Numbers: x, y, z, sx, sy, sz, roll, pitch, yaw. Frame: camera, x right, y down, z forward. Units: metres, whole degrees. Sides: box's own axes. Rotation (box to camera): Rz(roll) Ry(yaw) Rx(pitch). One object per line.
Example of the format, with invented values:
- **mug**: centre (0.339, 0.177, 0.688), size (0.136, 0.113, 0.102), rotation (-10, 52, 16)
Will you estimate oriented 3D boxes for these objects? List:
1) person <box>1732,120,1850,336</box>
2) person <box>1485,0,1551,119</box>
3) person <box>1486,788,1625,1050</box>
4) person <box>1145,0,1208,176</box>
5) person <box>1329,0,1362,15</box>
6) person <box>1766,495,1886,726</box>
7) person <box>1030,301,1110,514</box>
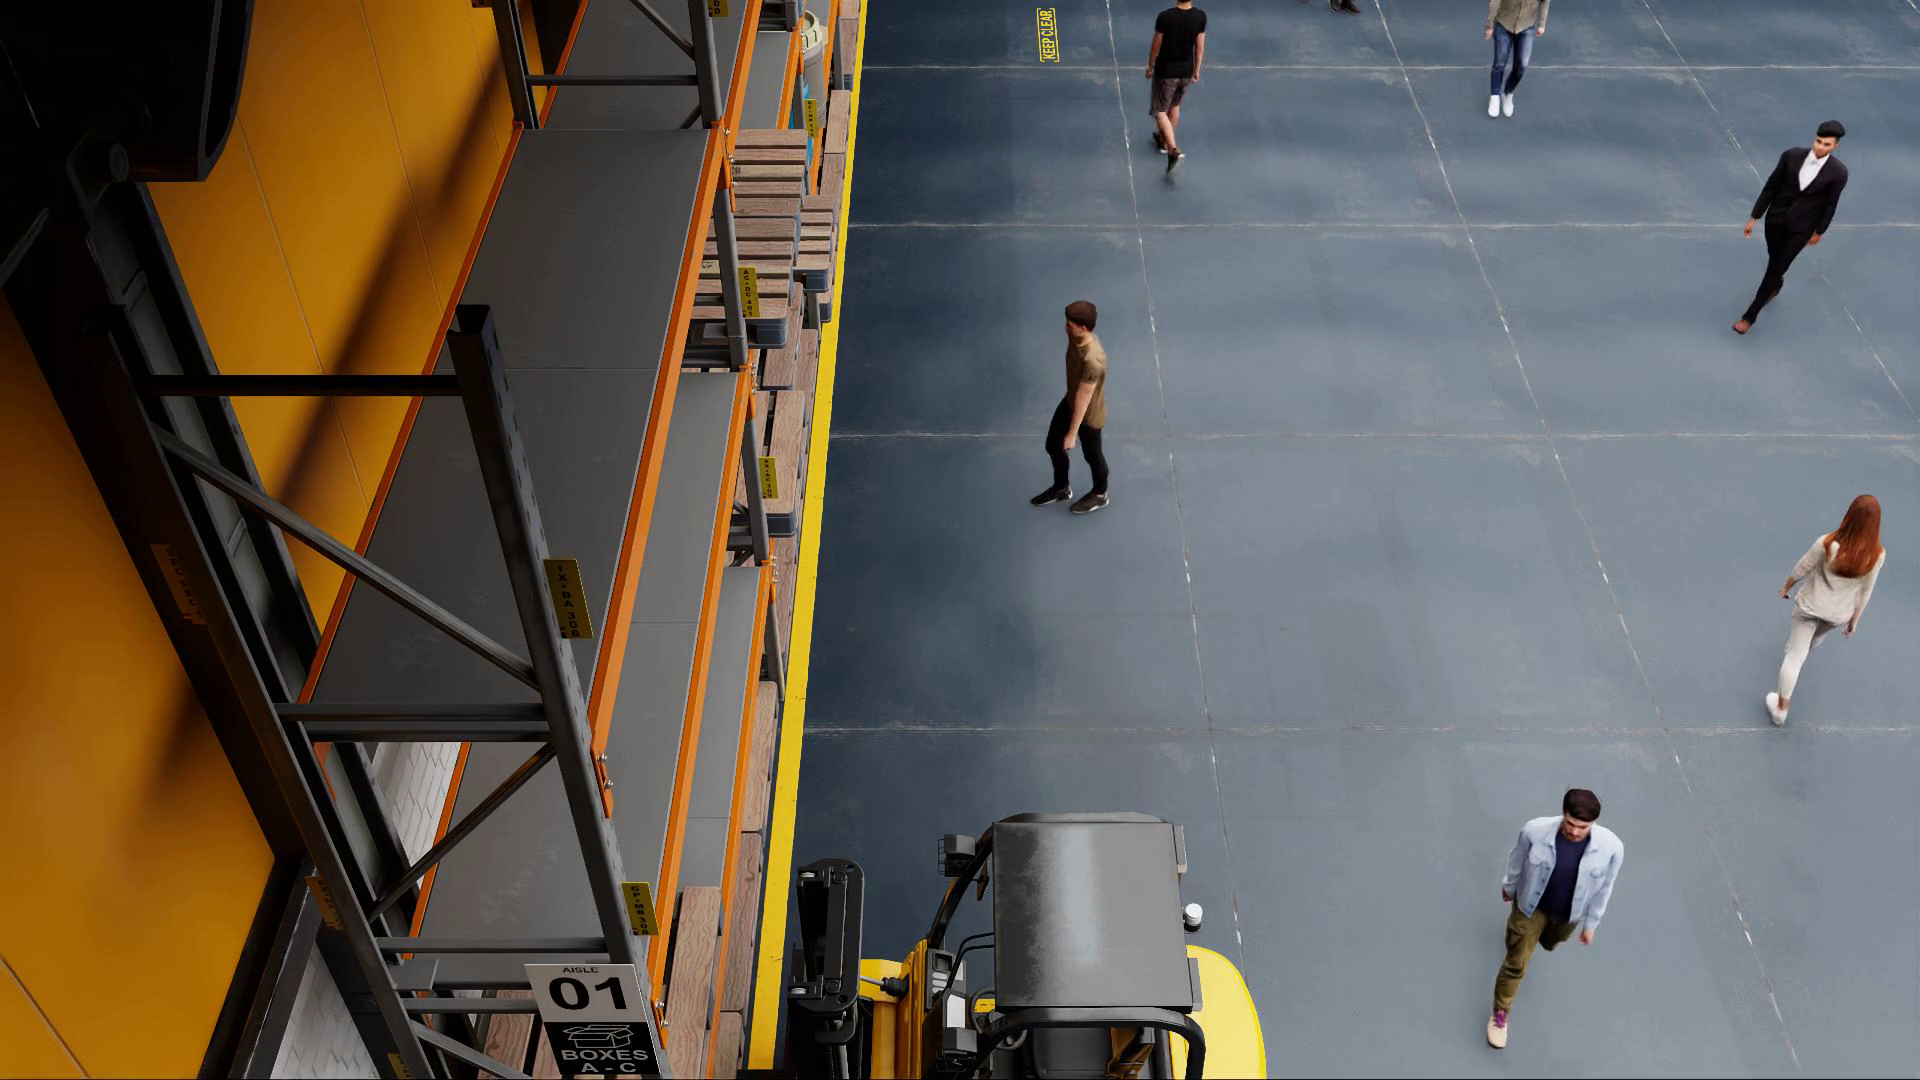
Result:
- **person**: centre (6.865, -2.634, 13.684), size (1.265, 1.824, 1.239), rotation (-32, 52, -29)
- **person**: centre (5.418, -5.068, 16.216), size (0.779, 1.855, 0.703), rotation (7, 44, 8)
- **person**: centre (3.186, 1.901, 8.956), size (0.870, 1.779, 1.204), rotation (10, 44, 10)
- **person**: centre (1.994, -4.312, 15.431), size (0.890, 1.844, 1.180), rotation (-12, 45, -12)
- **person**: centre (4.196, -6.497, 17.827), size (0.797, 1.702, 0.840), rotation (-26, 49, -25)
- **person**: centre (5.459, 0.496, 10.511), size (0.802, 1.668, 1.162), rotation (12, 45, 12)
- **person**: centre (0.973, -0.936, 11.896), size (0.905, 1.832, 0.867), rotation (-15, 46, -16)
